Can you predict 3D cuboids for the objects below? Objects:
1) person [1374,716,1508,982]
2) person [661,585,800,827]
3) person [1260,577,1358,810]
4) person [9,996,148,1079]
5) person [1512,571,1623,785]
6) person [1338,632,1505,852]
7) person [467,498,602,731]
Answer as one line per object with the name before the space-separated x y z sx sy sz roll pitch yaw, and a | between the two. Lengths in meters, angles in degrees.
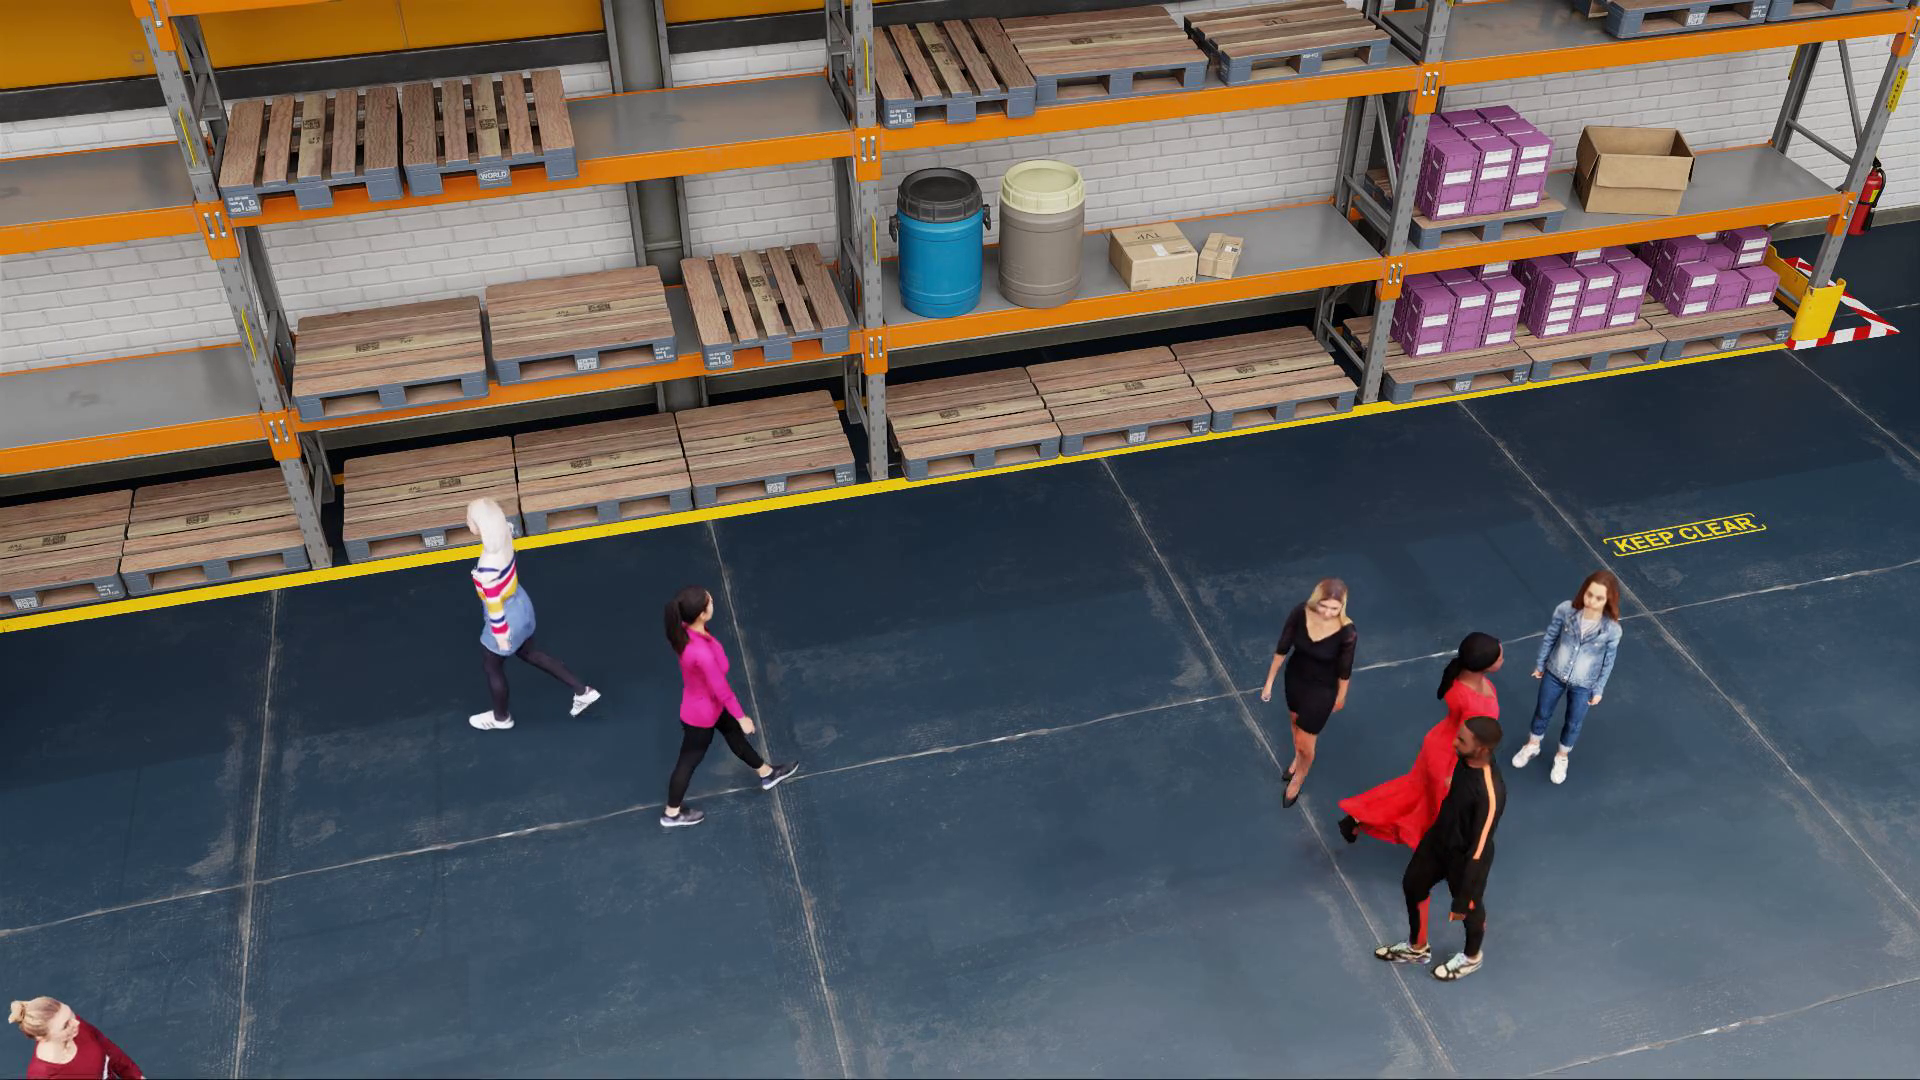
person | 2.634 1.570 8.480 0.878 1.786 0.852 -6 39 -7
person | -1.534 0.986 9.320 1.095 1.660 0.637 -11 40 -14
person | 2.061 0.804 9.541 0.780 1.659 0.725 -31 48 -33
person | -3.867 2.577 7.324 1.032 1.655 0.649 -9 40 -11
person | 3.576 0.784 9.711 0.636 1.478 0.682 23 44 26
person | 2.551 1.171 9.004 1.125 1.765 0.848 2 39 3
person | -2.619 0.448 9.885 1.149 1.786 0.934 4 39 5
